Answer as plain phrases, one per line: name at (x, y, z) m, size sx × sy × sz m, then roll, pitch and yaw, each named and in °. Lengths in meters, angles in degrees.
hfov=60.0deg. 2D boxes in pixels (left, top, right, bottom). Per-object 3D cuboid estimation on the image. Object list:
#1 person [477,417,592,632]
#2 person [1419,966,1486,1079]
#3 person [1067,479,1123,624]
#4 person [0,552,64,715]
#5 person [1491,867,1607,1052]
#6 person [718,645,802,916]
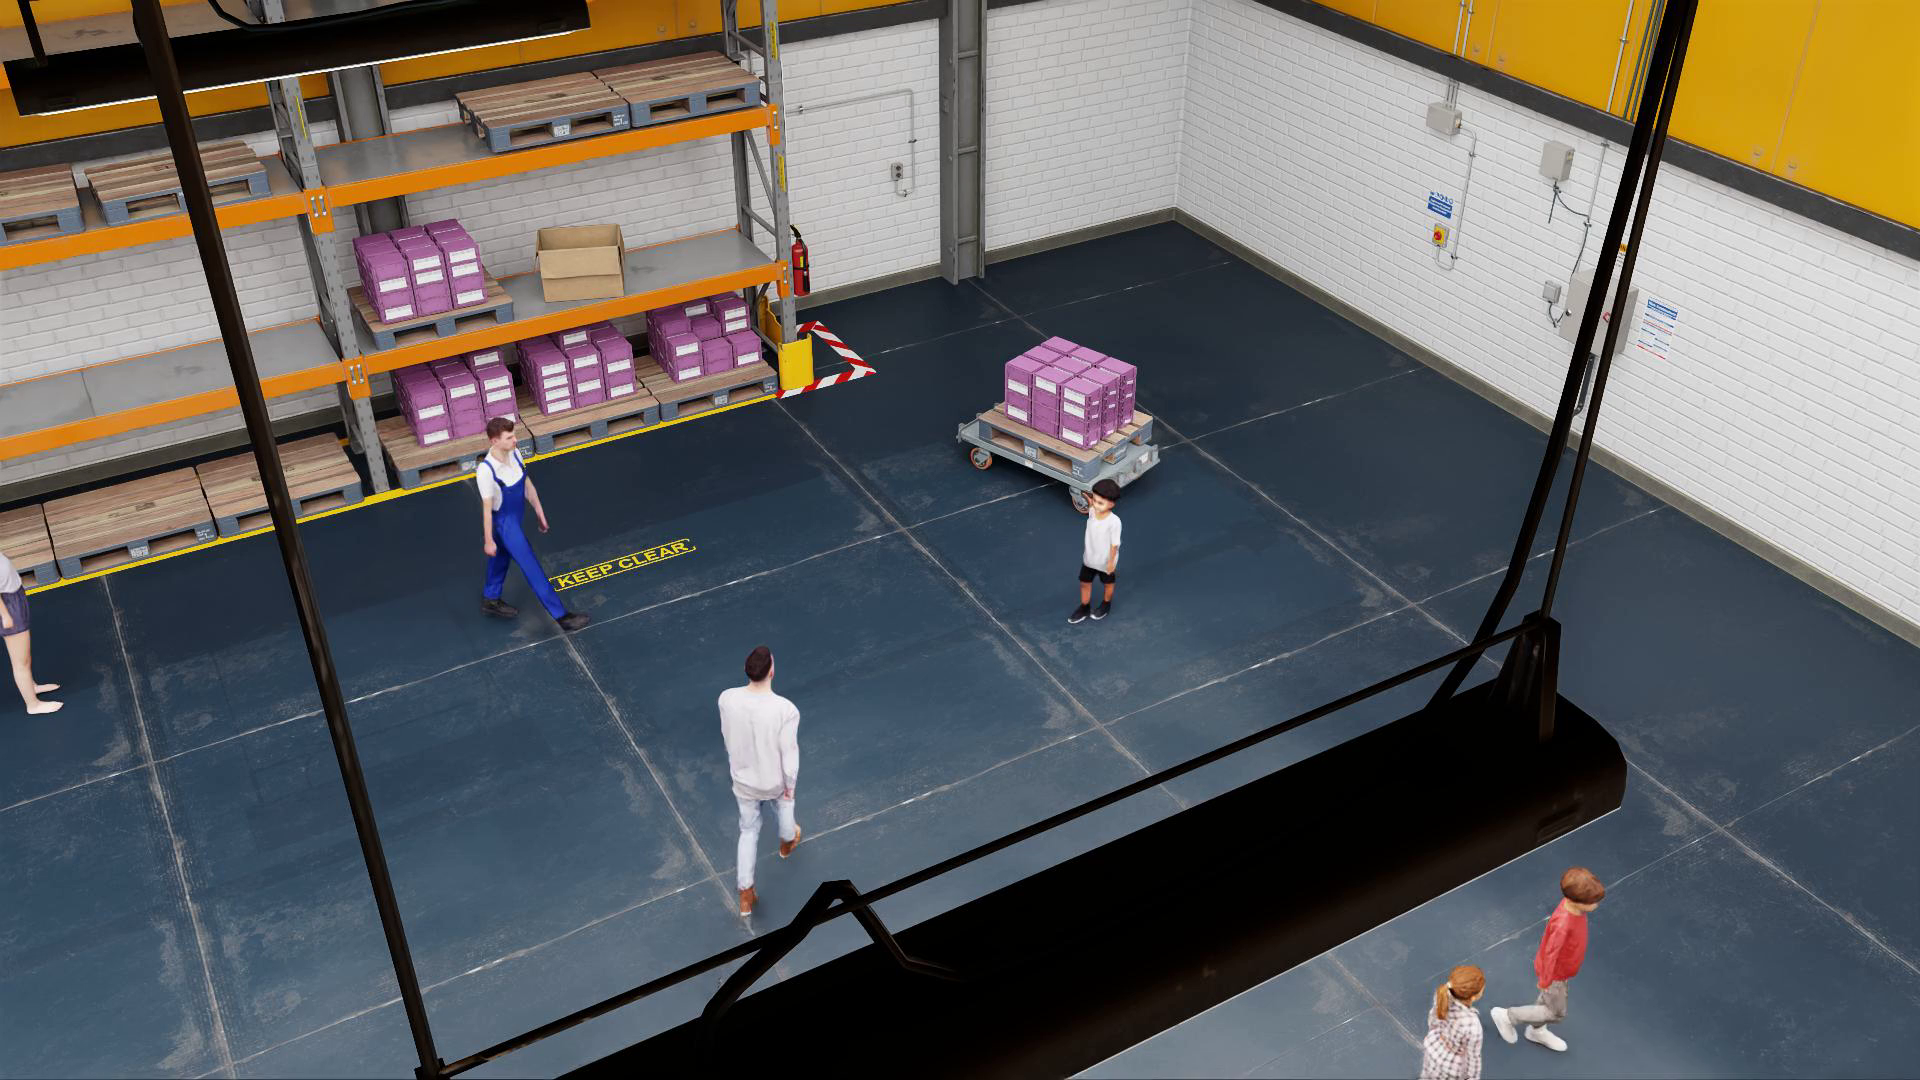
person at (-3.496, -0.119, 12.590) m, size 1.245 × 1.800 × 1.227 m, roll 11°, pitch 35°, yaw 16°
person at (2.559, 2.723, 8.757) m, size 0.547 × 1.309 × 0.564 m, roll -12°, pitch 36°, yaw -18°
person at (1.133, 0.056, 12.824) m, size 0.610 × 1.249 × 0.709 m, roll 26°, pitch 42°, yaw 34°
person at (-6.776, 0.501, 11.792) m, size 0.509 × 1.651 × 0.588 m, roll -17°, pitch 37°, yaw -24°
person at (3.257, 2.327, 9.267) m, size 0.749 × 1.404 × 0.709 m, roll 18°, pitch 37°, yaw 25°
person at (-1.248, 1.482, 10.177) m, size 1.167 × 1.806 × 1.181 m, roll 5°, pitch 34°, yaw 8°
